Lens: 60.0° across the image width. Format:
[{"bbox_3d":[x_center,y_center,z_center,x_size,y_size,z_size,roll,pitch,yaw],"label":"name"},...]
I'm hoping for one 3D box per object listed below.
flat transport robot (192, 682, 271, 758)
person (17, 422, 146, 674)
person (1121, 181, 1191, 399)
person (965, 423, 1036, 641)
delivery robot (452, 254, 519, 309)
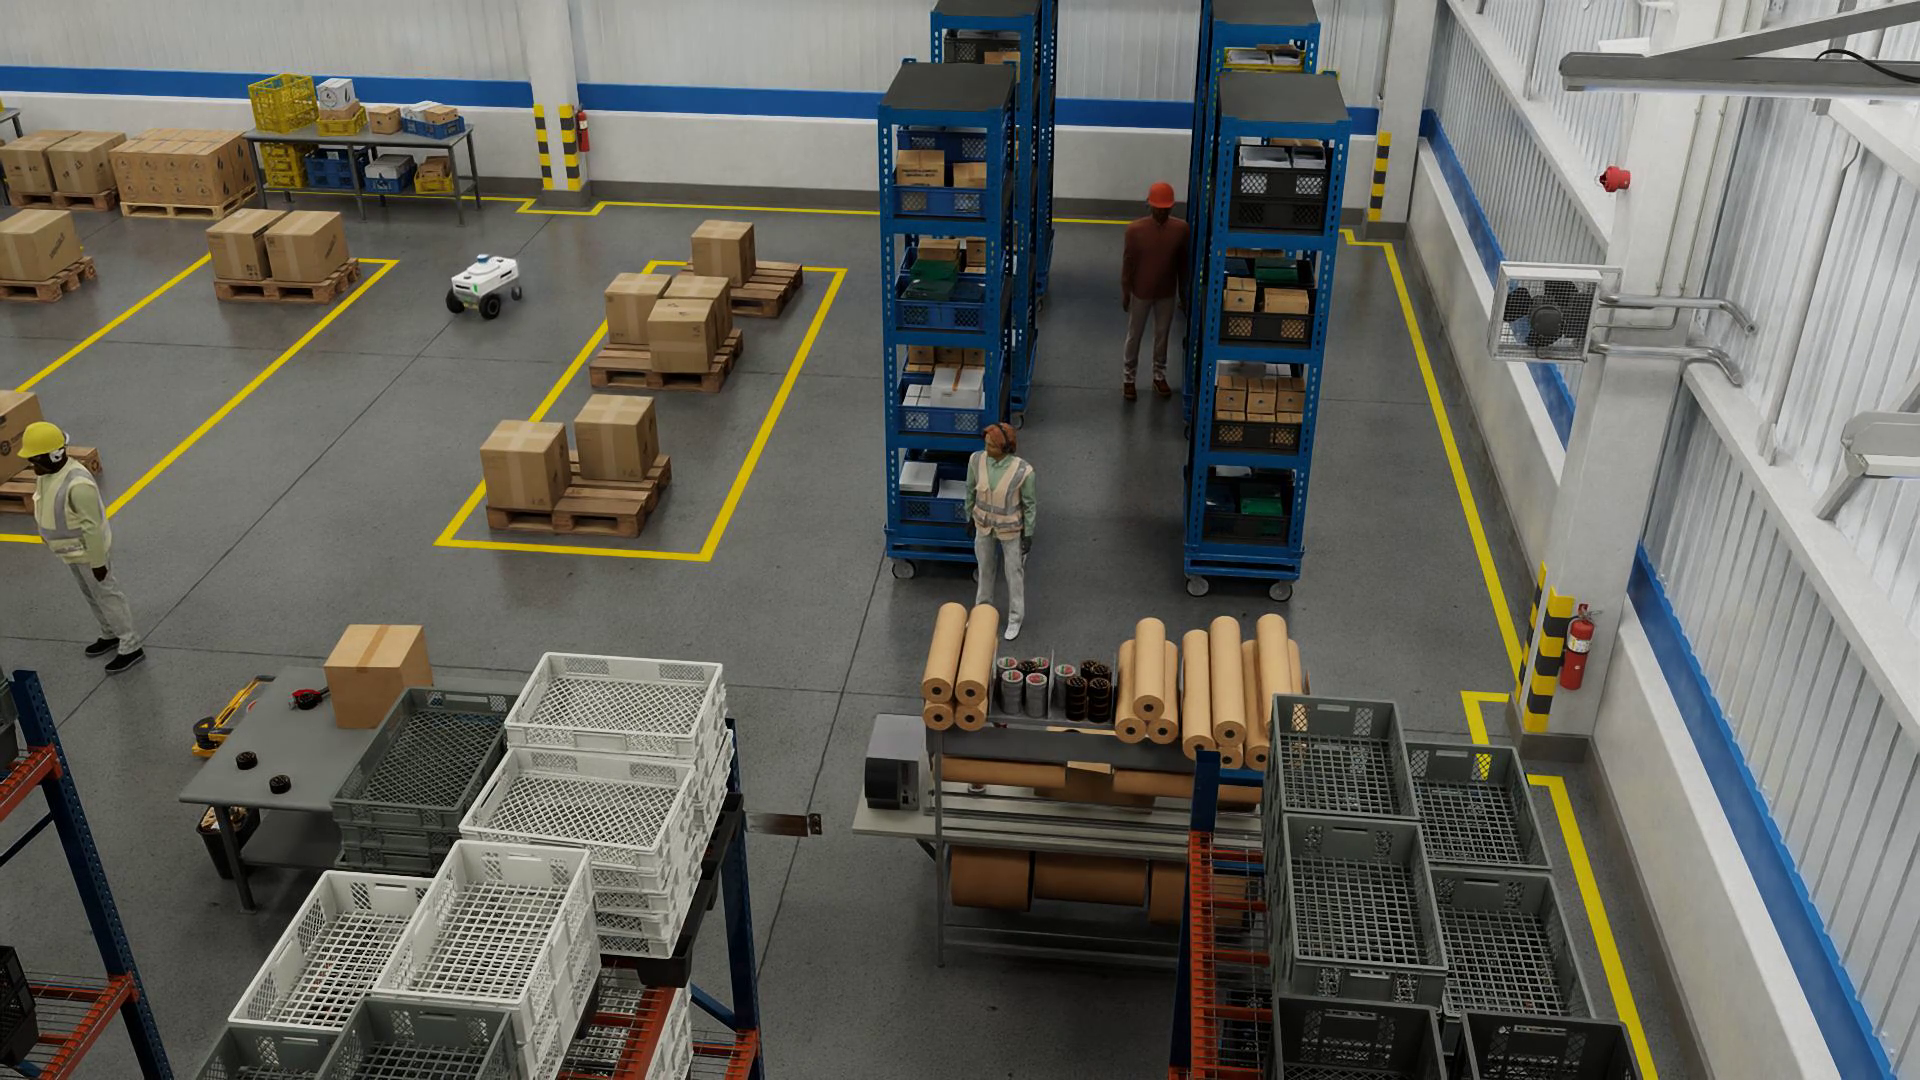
[{"bbox_3d":[-4.089,1.163,10.648,1.431,0.197,0.652,3,30,6],"label":"flat transport robot"},{"bbox_3d":[-5.860,0.032,11.058,0.589,1.824,0.403,25,39,36],"label":"person"},{"bbox_3d":[1.730,-2.213,14.746,0.613,1.995,0.391,-4,30,-7],"label":"person"},{"bbox_3d":[0.271,-0.071,11.418,0.523,1.636,0.310,15,33,24],"label":"person"},{"bbox_3d":[-4.799,-2.645,16.819,0.477,0.478,0.707,13,33,21],"label":"delivery robot"}]
